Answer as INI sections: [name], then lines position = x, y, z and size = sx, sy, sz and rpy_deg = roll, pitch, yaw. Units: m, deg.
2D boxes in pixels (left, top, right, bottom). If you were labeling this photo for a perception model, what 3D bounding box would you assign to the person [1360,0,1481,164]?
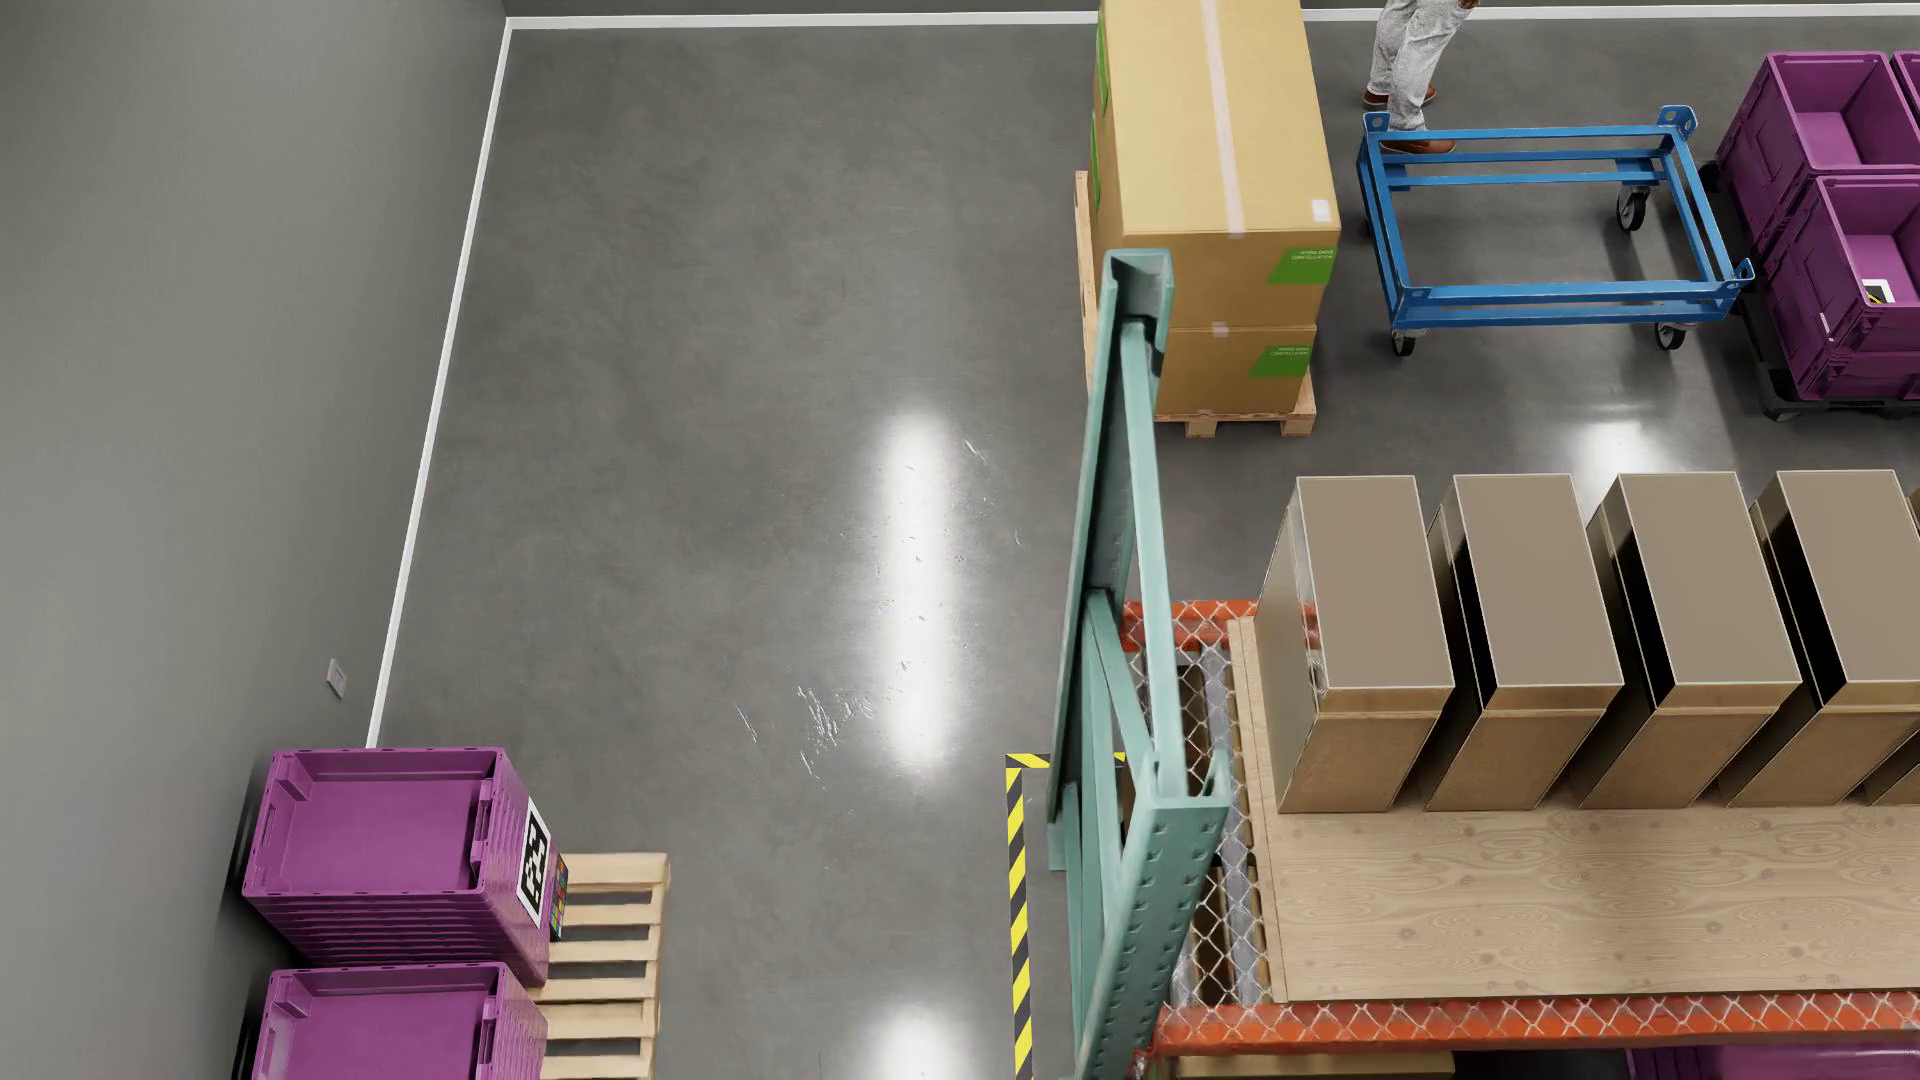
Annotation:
[person]
position = 1.821, -2.244, 6.079
size = 0.372, 1.940, 0.627
rpy_deg = -2, 58, -2
